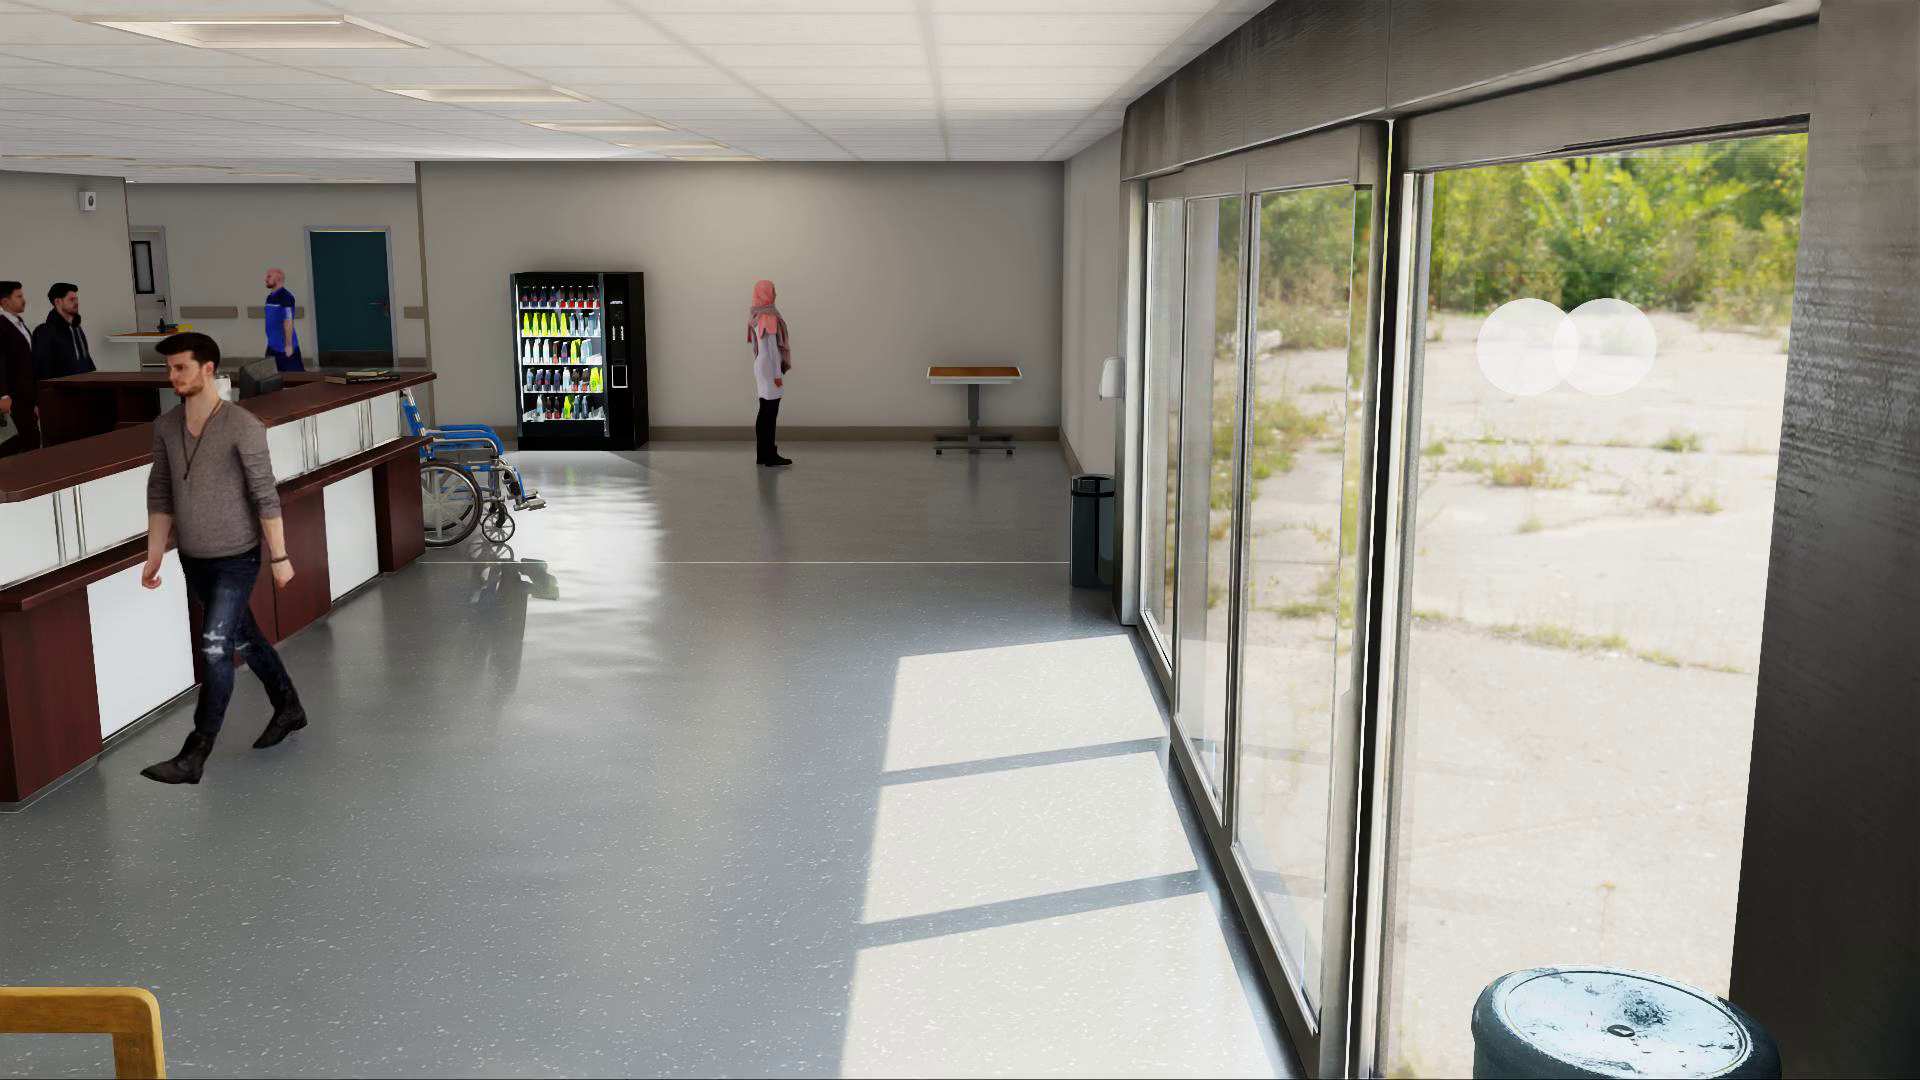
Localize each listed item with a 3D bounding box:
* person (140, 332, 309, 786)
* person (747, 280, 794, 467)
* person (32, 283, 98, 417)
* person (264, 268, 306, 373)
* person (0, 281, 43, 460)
[{"bbox_3d":[-3.095,0.076,7.120,1.285,1.847,1.054,4,11,19],"label":"person"},{"bbox_3d":[-1.877,-1.633,16.245,0.747,1.803,0.731,-6,12,-27],"label":"person"},{"bbox_3d":[-7.230,-1.085,13.281,1.124,1.831,0.675,0,11,0],"label":"person"},{"bbox_3d":[-7.866,-2.262,19.541,1.180,1.810,1.225,10,15,42],"label":"person"},{"bbox_3d":[-8.107,-1.261,14.173,1.053,1.844,0.743,-1,11,-4],"label":"person"}]
